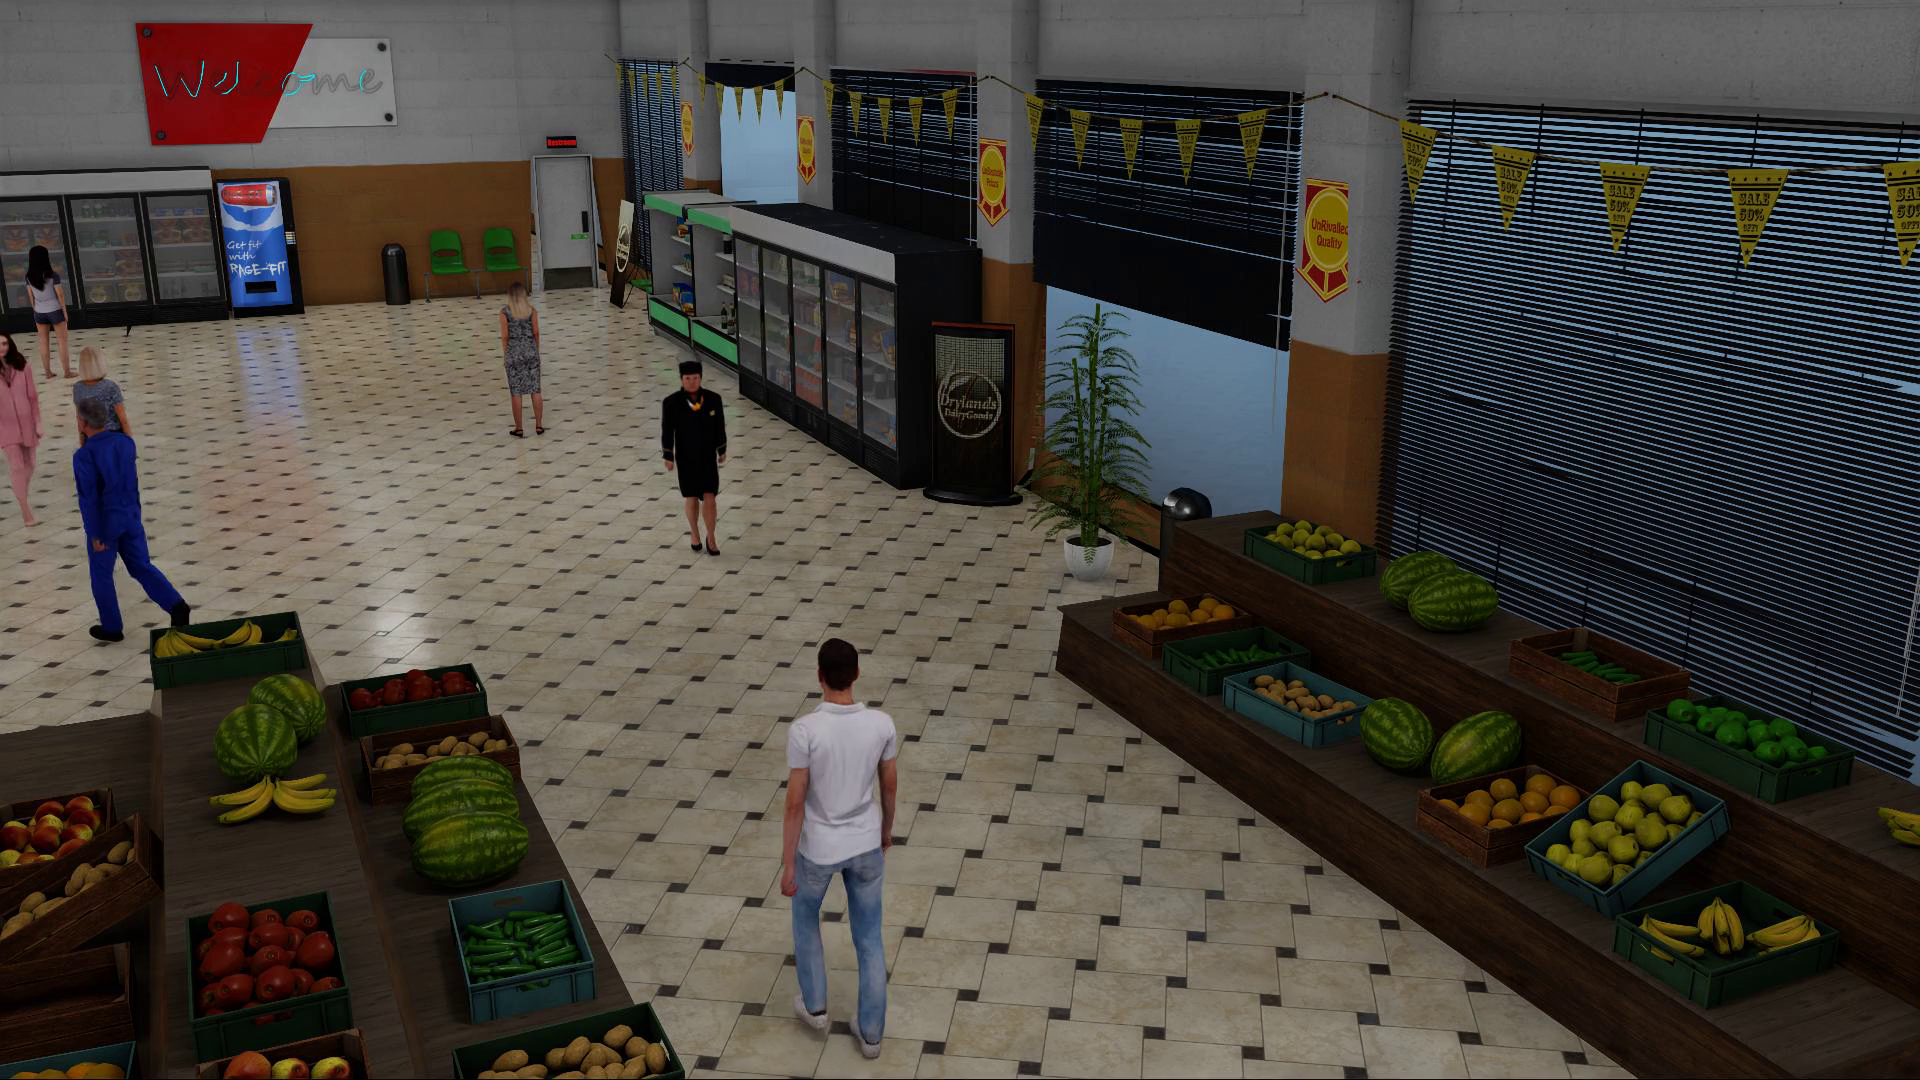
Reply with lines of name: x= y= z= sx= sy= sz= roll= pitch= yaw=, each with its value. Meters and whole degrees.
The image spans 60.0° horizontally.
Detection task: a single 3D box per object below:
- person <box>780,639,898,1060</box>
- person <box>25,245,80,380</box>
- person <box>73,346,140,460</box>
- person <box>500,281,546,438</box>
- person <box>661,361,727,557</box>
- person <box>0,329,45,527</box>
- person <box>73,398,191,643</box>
person: x=-0.475 y=1.358 z=7.045 sx=0.736 sy=1.829 sz=0.722 roll=-7 pitch=18 yaw=-21
person: x=-11.722 y=-2.934 z=21.391 sx=0.672 sy=1.707 sz=0.668 roll=0 pitch=17 yaw=0
person: x=-7.410 y=-0.788 z=14.343 sx=0.950 sy=1.696 sz=1.153 roll=2 pitch=17 yaw=6
person: x=-4.818 y=-1.994 z=18.297 sx=0.556 sy=1.706 sz=0.481 roll=-8 pitch=18 yaw=-23
person: x=-2.249 y=-0.710 z=14.152 sx=0.791 sy=1.656 sz=0.848 roll=-4 pitch=17 yaw=-14
person: x=-8.536 y=-1.030 z=15.016 sx=0.789 sy=1.767 sz=1.151 roll=-13 pitch=21 yaw=-36
person: x=-5.985 y=-0.109 z=11.920 sx=1.204 sy=1.805 sz=1.122 roll=7 pitch=18 yaw=21
